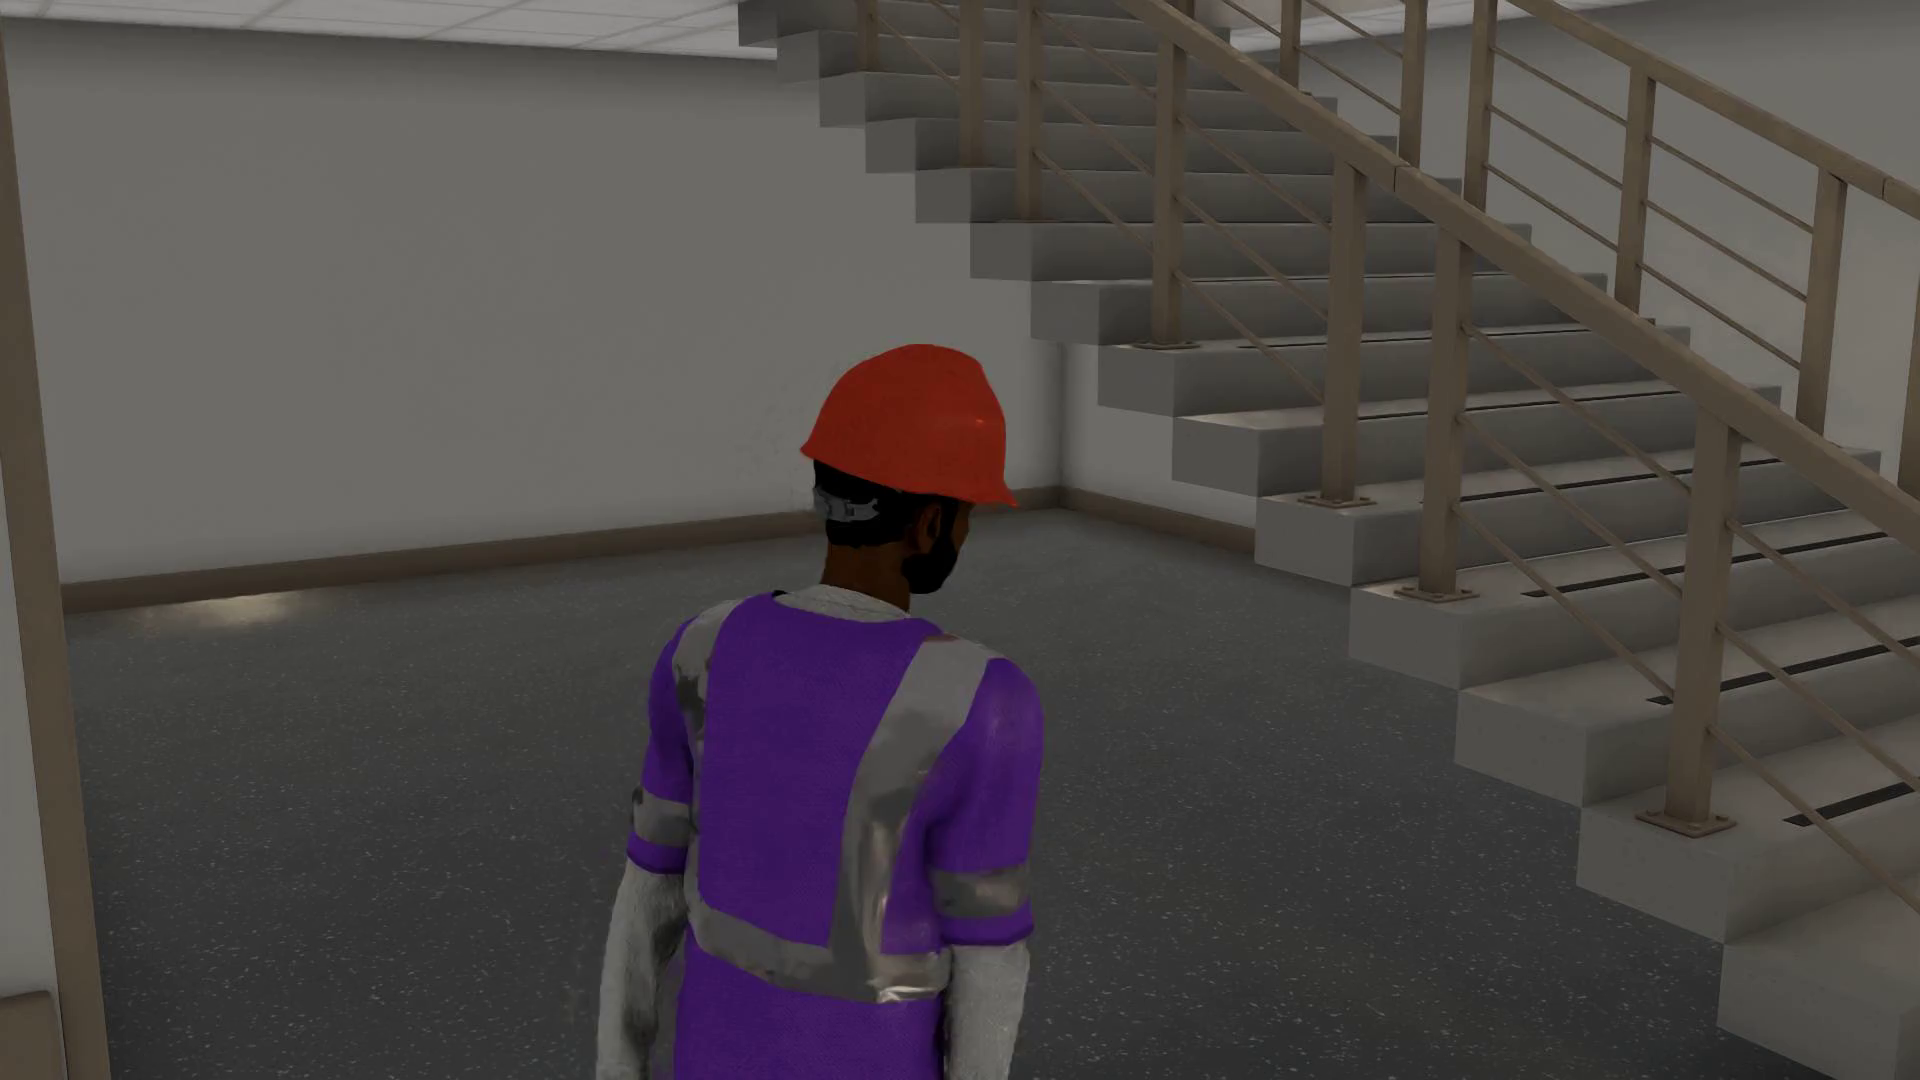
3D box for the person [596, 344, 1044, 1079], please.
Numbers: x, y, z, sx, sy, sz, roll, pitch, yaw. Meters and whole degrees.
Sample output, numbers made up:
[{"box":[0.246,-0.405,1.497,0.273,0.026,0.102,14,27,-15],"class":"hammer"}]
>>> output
[{"box":[-0.232,0.705,2.083,0.551,1.887,0.820,9,14,38],"class":"person"}]
